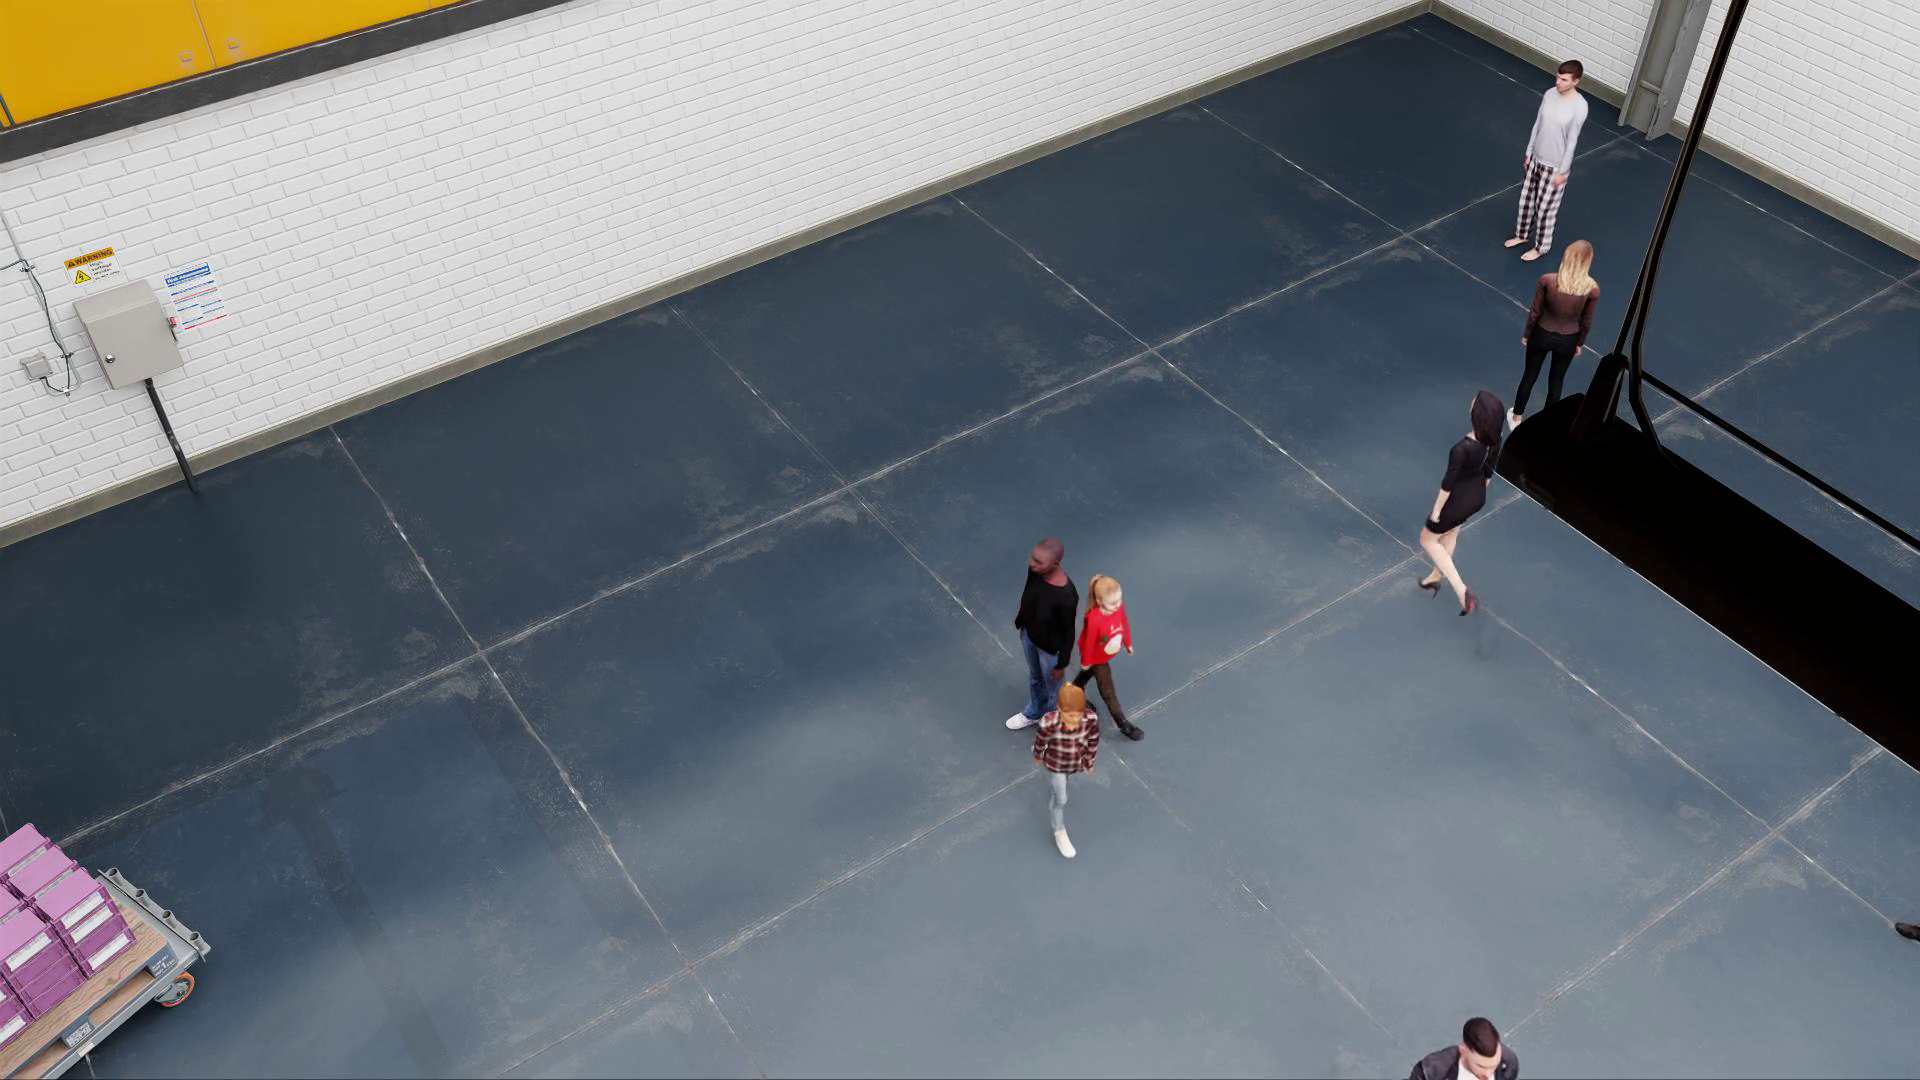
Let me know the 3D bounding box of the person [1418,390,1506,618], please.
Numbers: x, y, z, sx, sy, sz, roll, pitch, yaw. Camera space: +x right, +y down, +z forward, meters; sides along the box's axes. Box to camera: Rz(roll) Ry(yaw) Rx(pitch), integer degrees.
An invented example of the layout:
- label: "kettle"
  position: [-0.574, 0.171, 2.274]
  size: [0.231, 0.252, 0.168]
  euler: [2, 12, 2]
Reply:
- label: "person"
  position: [3.365, -0.179, 11.072]
  size: [0.631, 1.785, 0.840]
  euler: [-22, 48, -22]

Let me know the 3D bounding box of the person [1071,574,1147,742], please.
- label: "person"
  position: [0.840, 0.685, 10.548]
  size: [0.919, 1.256, 0.696]
  euler: [24, 49, 23]

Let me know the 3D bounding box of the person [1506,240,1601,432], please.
- label: "person"
  position: [4.473, -1.513, 12.531]
  size: [0.642, 1.704, 0.733]
  euler: [12, 45, 13]

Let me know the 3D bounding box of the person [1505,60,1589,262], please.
- label: "person"
  position: [5.075, -3.262, 14.265]
  size: [0.681, 1.844, 0.498]
  euler: [-23, 48, -22]

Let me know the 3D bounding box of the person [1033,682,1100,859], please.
- label: "person"
  position: [0.615, 1.237, 9.952]
  size: [0.728, 1.279, 0.951]
  euler: [-7, 44, -7]

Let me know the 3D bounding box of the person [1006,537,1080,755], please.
- label: "person"
  position: [0.541, 0.618, 10.261]
  size: [0.644, 1.749, 0.455]
  euler: [-25, 49, -24]

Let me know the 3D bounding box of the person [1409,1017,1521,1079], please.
- label: "person"
  position: [2.303, 2.735, 7.990]
  size: [0.813, 1.817, 0.931]
  euler: [-11, 45, -12]
